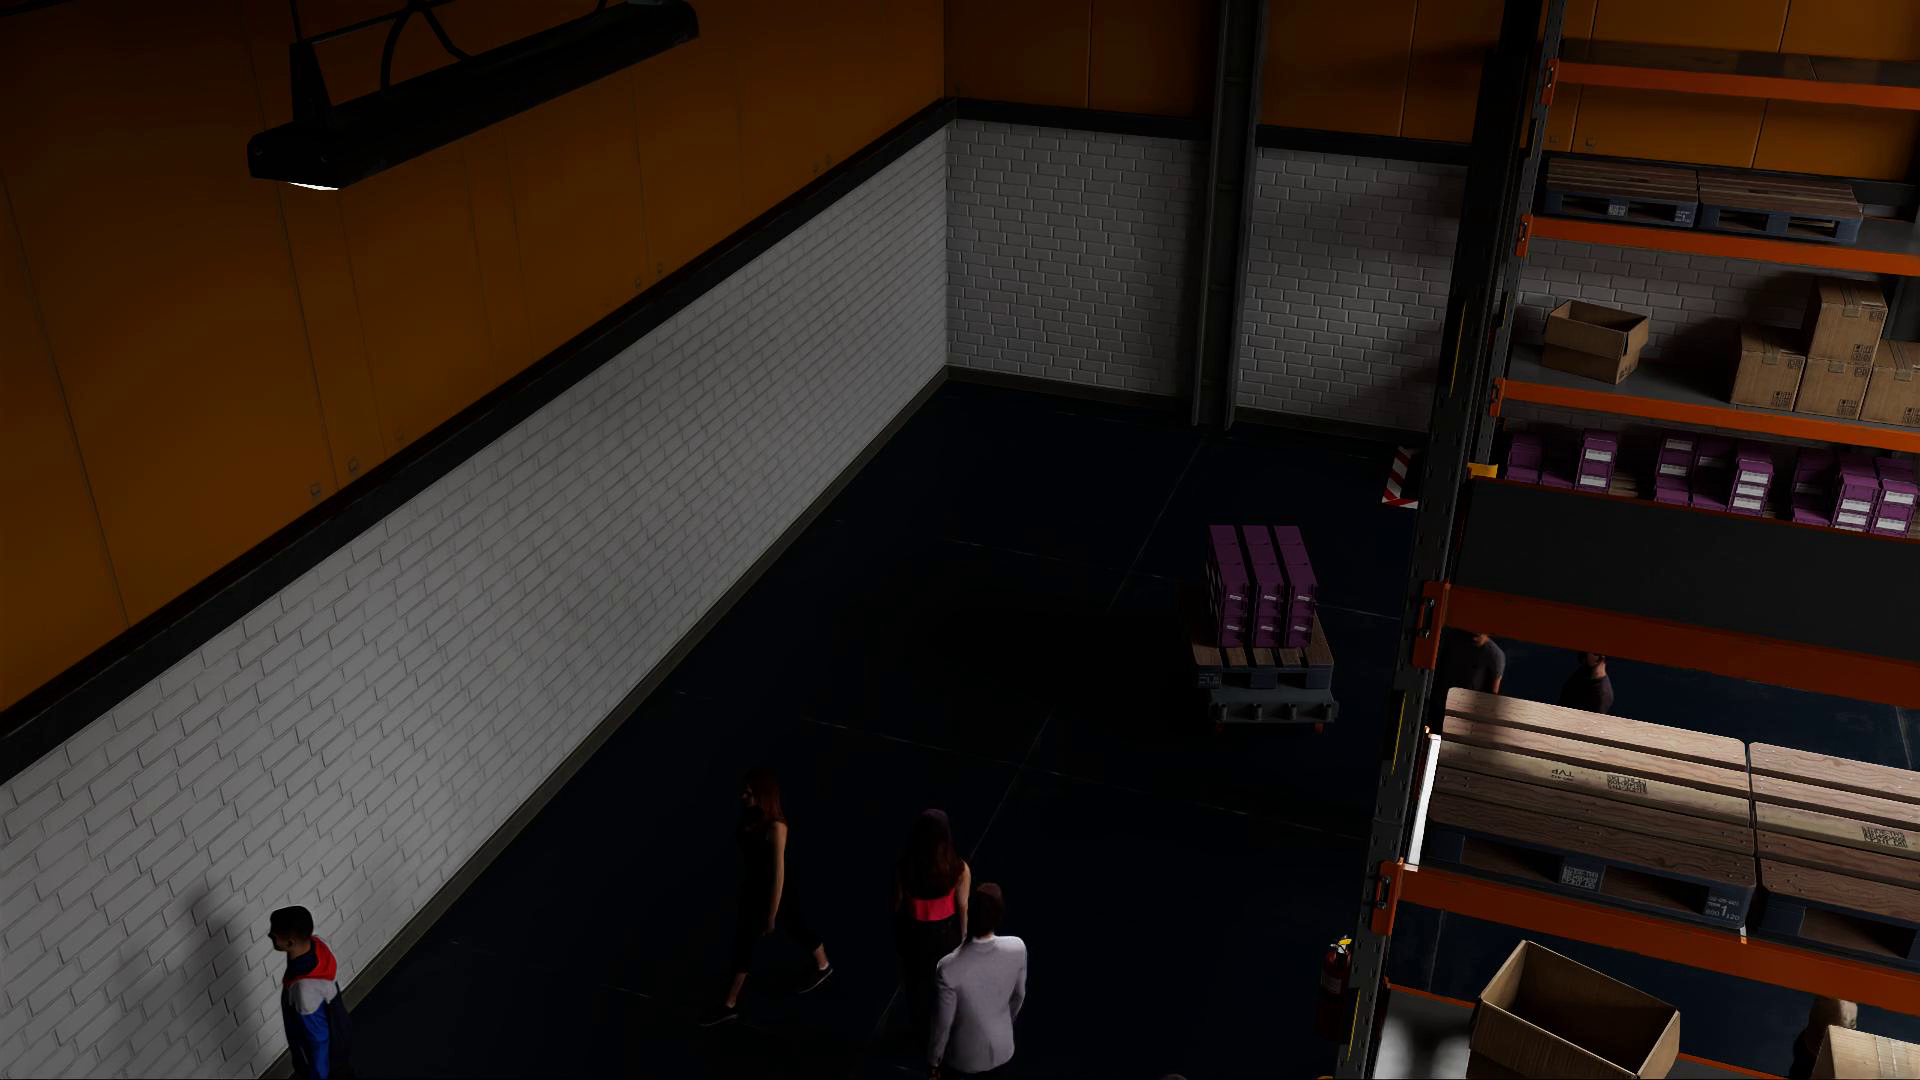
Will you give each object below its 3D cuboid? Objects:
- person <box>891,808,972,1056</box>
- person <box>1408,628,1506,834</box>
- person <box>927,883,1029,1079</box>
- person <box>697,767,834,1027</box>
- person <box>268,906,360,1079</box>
[{"bbox_3d":[-0.153,2.221,9.126,0.722,1.651,0.781,-2,29,-5],"label":"person"},{"bbox_3d":[3.364,1.127,11.049,1.062,1.730,1.053,-16,33,-27],"label":"person"},{"bbox_3d":[0.121,2.570,8.312,0.821,1.817,0.883,-14,32,-24],"label":"person"},{"bbox_3d":[-1.004,1.993,9.513,1.030,1.681,1.139,-22,35,-34],"label":"person"},{"bbox_3d":[-3.215,2.551,8.410,0.728,1.757,0.716,-7,29,-12],"label":"person"}]
